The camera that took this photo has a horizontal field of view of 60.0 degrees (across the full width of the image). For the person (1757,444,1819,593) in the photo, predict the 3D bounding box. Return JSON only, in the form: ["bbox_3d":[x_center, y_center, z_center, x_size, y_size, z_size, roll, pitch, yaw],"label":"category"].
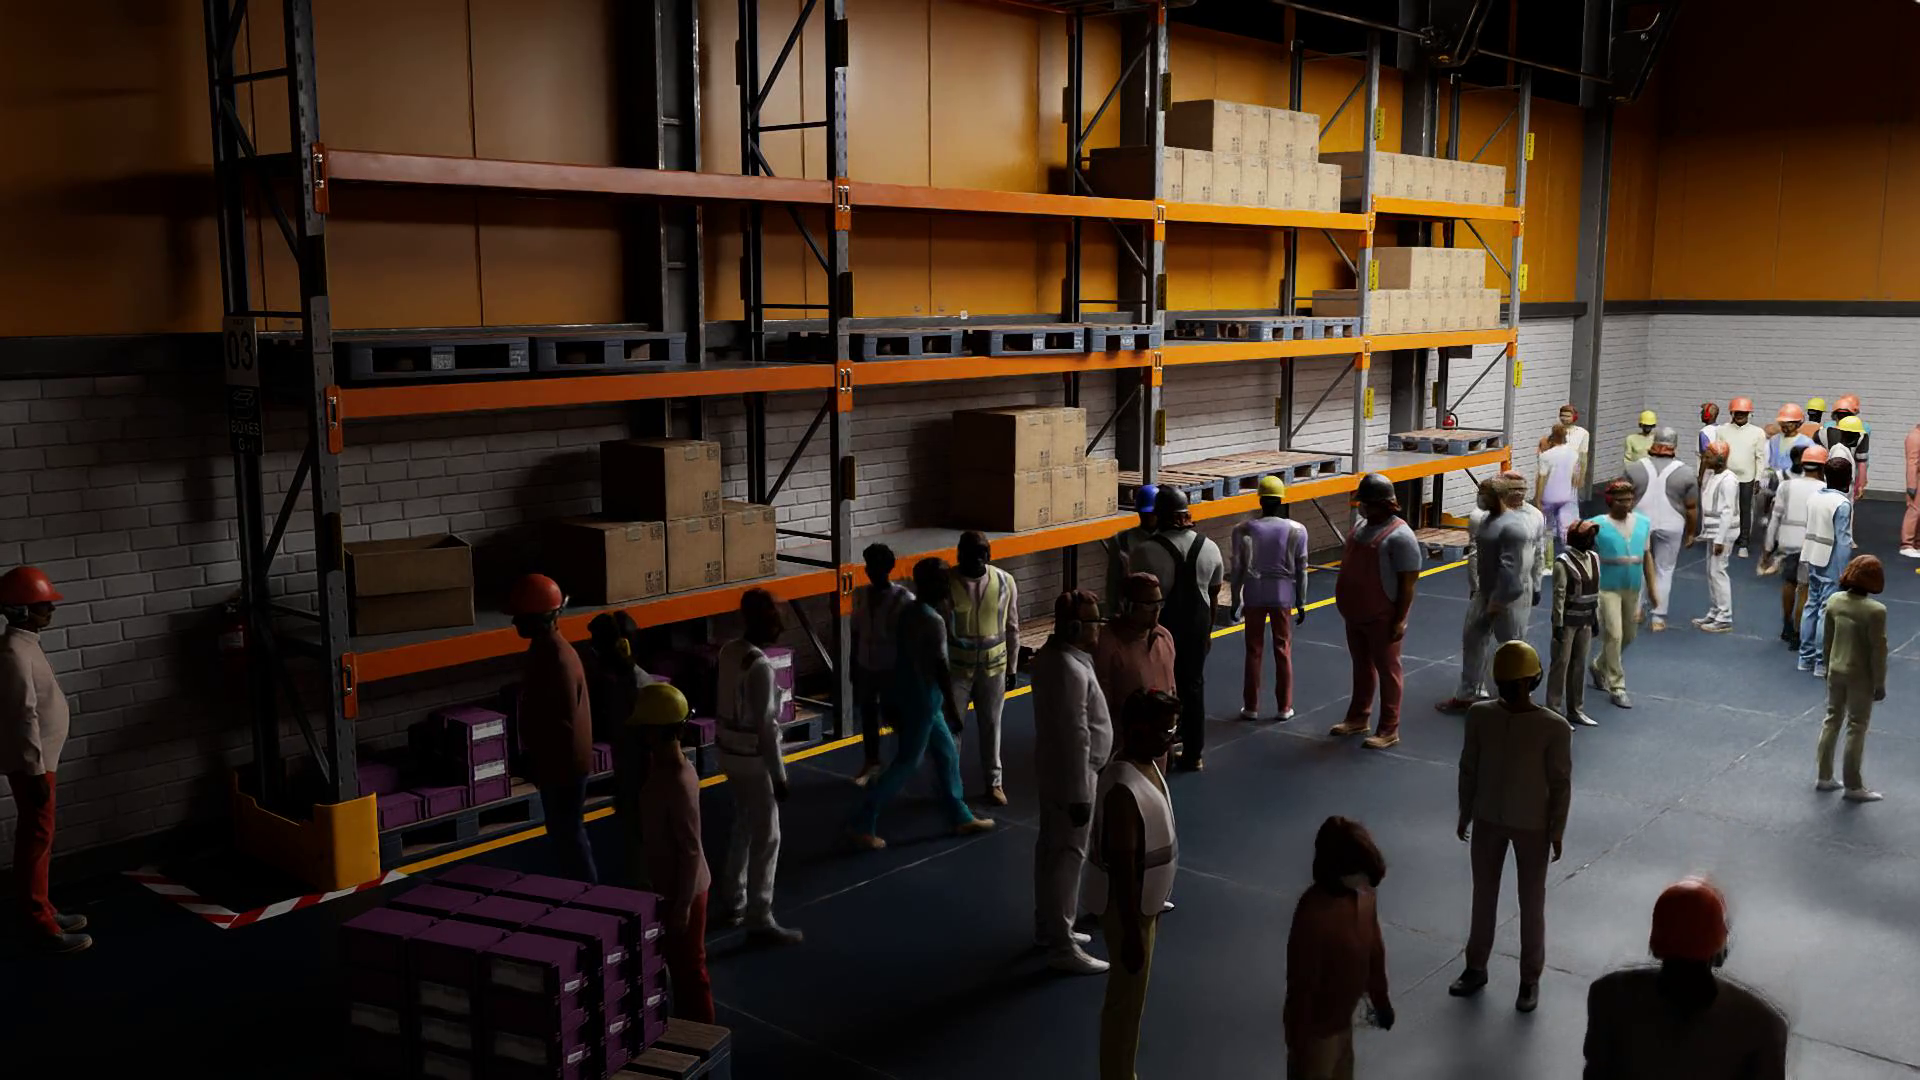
[{"bbox_3d":[9.218,-0.273,18.562,0.543,1.664,0.716,1,9,9],"label":"person"}]

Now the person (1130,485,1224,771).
[{"bbox_3d":[1.459,0.614,11.621,0.681,2.000,0.535,-3,9,-18],"label":"person"}]

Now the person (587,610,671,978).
[{"bbox_3d":[-1.597,1.253,8.148,0.385,1.852,0.521,-3,9,-21],"label":"person"}]

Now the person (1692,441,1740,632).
[{"bbox_3d":[7.462,-0.039,16.349,0.348,1.879,0.585,1,9,8],"label":"person"}]

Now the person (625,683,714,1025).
[{"bbox_3d":[-1.219,1.466,7.005,0.329,1.769,0.526,-3,9,-20],"label":"person"}]

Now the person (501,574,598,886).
[{"bbox_3d":[-2.073,1.143,8.427,0.435,1.981,0.630,-4,10,-23],"label":"person"}]

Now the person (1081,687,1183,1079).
[{"bbox_3d":[0.686,1.485,6.650,0.390,1.838,0.563,2,9,11],"label":"person"}]

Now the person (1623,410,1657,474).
[{"bbox_3d":[8.962,-0.822,21.796,0.528,1.760,0.343,4,9,22],"label":"person"}]

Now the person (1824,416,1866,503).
[{"bbox_3d":[10.001,-0.451,18.879,0.396,1.920,0.587,5,10,29],"label":"person"}]

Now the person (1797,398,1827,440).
[{"bbox_3d":[11.152,-0.908,21.837,0.392,1.918,0.582,-6,11,-36],"label":"person"}]

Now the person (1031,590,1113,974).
[{"bbox_3d":[0.567,1.190,8.336,0.399,1.907,0.644,-1,9,-7],"label":"person"}]

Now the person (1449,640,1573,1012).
[{"bbox_3d":[2.597,1.335,7.848,0.527,1.767,0.331,7,11,39],"label":"person"}]

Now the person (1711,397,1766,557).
[{"bbox_3d":[9.703,-0.785,20.778,0.611,1.997,0.375,6,11,35],"label":"person"}]

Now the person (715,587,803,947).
[{"bbox_3d":[-1.082,1.159,8.672,0.388,1.871,0.626,-4,10,-25],"label":"person"}]

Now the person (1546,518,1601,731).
[{"bbox_3d":[4.709,0.643,12.748,0.516,1.633,0.314,-6,11,-34],"label":"person"}]

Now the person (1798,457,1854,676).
[{"bbox_3d":[7.557,0.229,14.493,0.392,1.920,0.593,0,9,-2],"label":"person"}]

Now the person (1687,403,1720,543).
[{"bbox_3d":[9.847,-0.874,21.838,0.564,1.847,0.395,-8,12,-43],"label":"person"}]

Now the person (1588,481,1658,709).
[{"bbox_3d":[5.386,0.411,13.619,0.590,1.820,0.755,-2,9,-12],"label":"person"}]

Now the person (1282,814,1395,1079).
[{"bbox_3d":[1.311,1.719,5.871,0.391,1.617,0.661,6,11,35],"label":"person"}]

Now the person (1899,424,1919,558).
[{"bbox_3d":[12.032,-0.727,20.741,0.655,1.900,0.395,-6,11,-33],"label":"person"}]

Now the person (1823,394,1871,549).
[{"bbox_3d":[11.374,-0.880,21.401,0.613,1.994,0.381,1,9,5],"label":"person"}]

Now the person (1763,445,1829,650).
[{"bbox_3d":[7.941,0.057,15.643,0.615,1.902,0.752,8,12,41],"label":"person"}]

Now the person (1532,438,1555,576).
[{"bbox_3d":[6.840,-0.389,19.458,0.265,1.616,0.600,0,9,2],"label":"person"}]

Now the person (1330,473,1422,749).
[{"bbox_3d":[3.038,0.509,12.292,0.536,2.000,0.681,-3,9,-21],"label":"person"}]

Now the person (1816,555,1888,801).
[{"bbox_3d":[5.944,0.904,11.058,0.265,1.631,0.507,-2,9,-13],"label":"person"}]

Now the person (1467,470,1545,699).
[{"bbox_3d":[4.495,0.367,13.689,0.644,1.898,0.397,-1,9,-5],"label":"person"}]

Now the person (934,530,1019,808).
[{"bbox_3d":[0.080,0.839,10.854,0.629,1.837,0.430,-2,9,-10],"label":"person"}]

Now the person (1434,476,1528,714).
[{"bbox_3d":[4.185,0.448,13.124,0.740,1.897,0.647,-2,9,-15],"label":"person"}]

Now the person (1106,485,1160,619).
[{"bbox_3d":[1.386,0.552,12.311,0.609,1.946,0.405,0,9,-1],"label":"person"}]

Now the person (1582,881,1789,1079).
[{"bbox_3d":[2.140,1.810,4.943,0.571,1.719,0.865,4,10,26],"label":"person"}]

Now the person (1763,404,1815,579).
[{"bbox_3d":[9.539,-0.559,19.215,0.410,2.036,0.608,-3,9,-19],"label":"person"}]

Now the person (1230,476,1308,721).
[{"bbox_3d":[2.406,0.456,13.006,0.594,1.922,0.385,1,9,6],"label":"person"}]

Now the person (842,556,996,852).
[{"bbox_3d":[-0.268,0.988,10.031,0.991,1.798,0.496,-2,9,-16],"label":"person"}]

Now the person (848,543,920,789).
[{"bbox_3d":[-0.517,0.844,11.267,0.545,1.686,0.427,6,11,34],"label":"person"}]

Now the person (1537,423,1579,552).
[{"bbox_3d":[6.891,-0.443,19.208,0.503,1.811,0.931,-1,9,-7],"label":"person"}]

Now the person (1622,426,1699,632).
[{"bbox_3d":[6.943,-0.144,16.507,0.705,2.000,0.798,5,10,30],"label":"person"}]

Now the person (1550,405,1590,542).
[{"bbox_3d":[7.937,-0.850,21.731,0.384,1.836,0.564,-6,11,-33],"label":"person"}]

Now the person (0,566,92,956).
[{"bbox_3d":[-4.728,1.119,8.508,0.381,1.994,0.622,-5,10,-29],"label":"person"}]

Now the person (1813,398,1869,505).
[{"bbox_3d":[10.595,-0.690,20.086,0.611,2.030,0.410,5,10,28],"label":"person"}]

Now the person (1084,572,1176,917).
[{"bbox_3d":[0.940,1.109,8.902,0.636,1.899,0.401,-7,11,-39],"label":"person"}]
